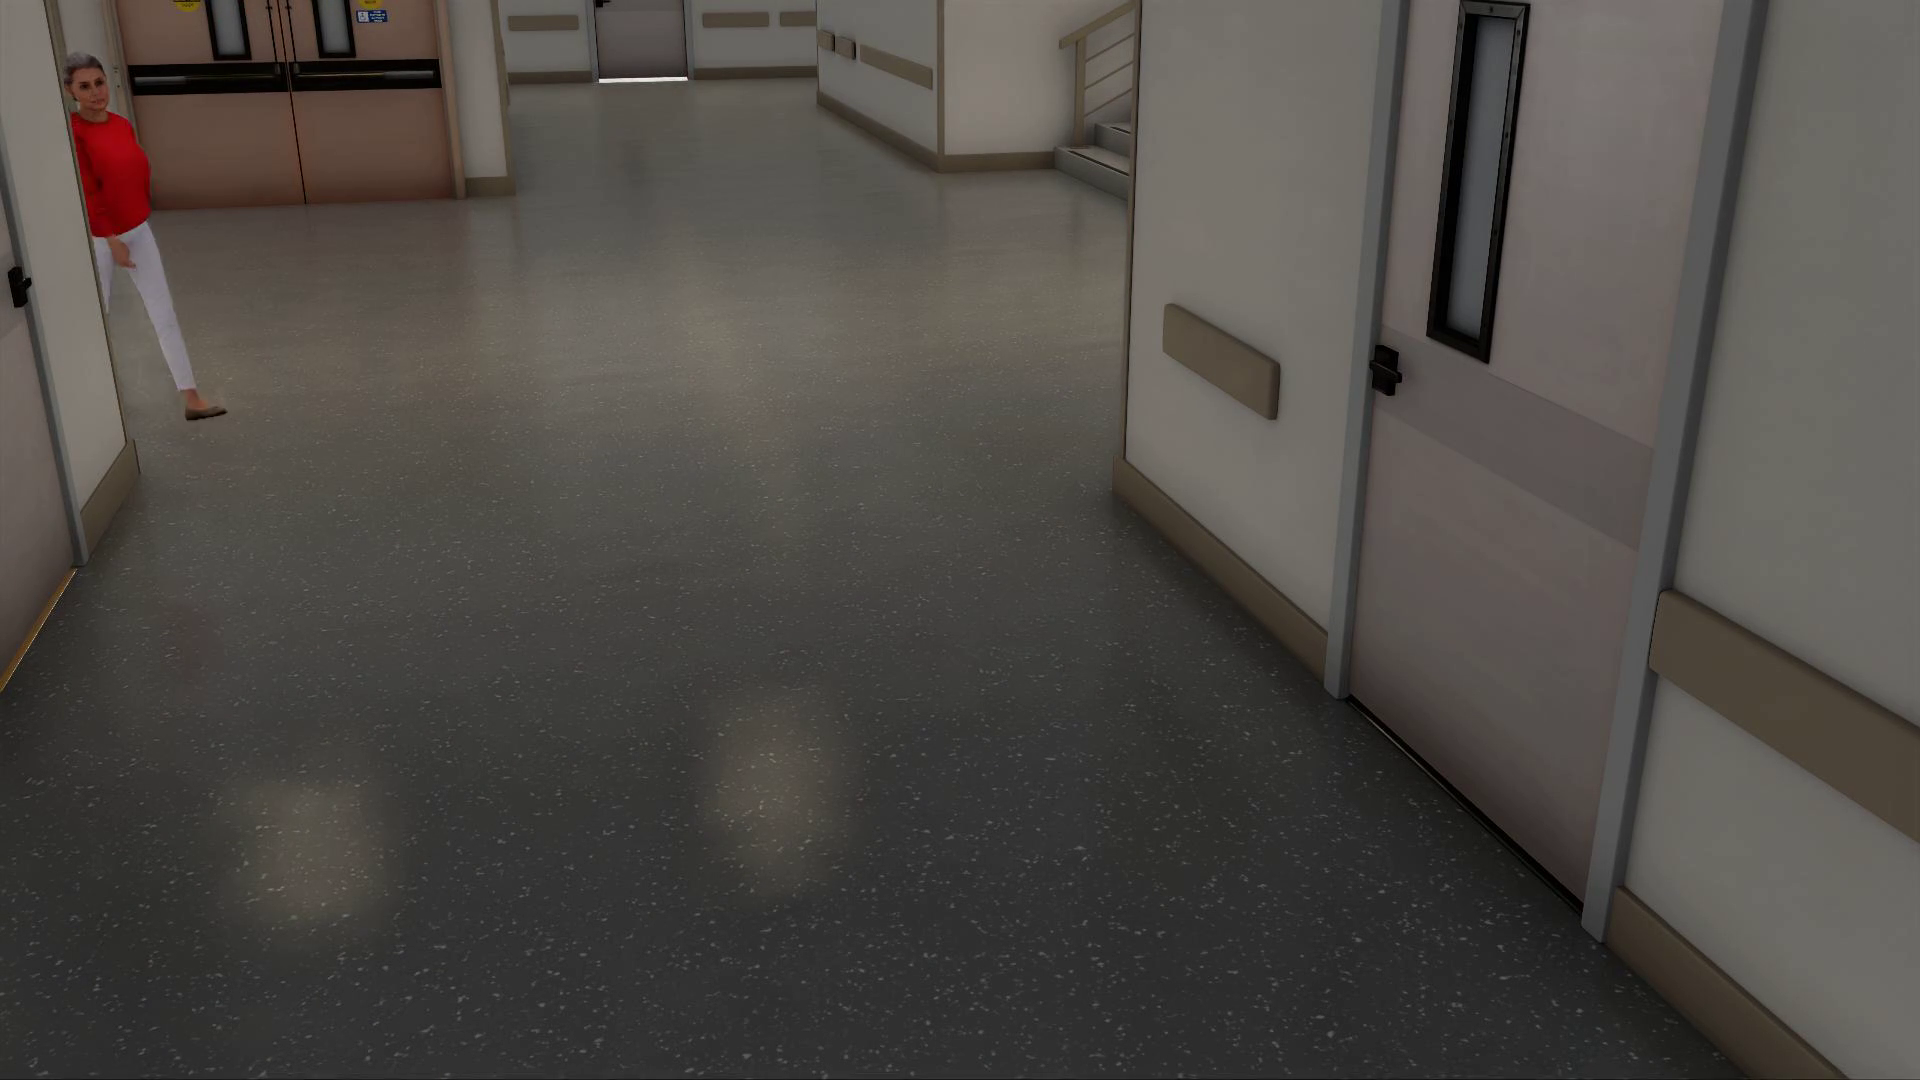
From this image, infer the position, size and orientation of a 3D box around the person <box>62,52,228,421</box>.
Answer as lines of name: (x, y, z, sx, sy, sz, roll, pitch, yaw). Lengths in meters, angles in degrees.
person: (-3.910, -1.317, 7.545, 1.188, 1.635, 1.103, 10, 23, 25)
